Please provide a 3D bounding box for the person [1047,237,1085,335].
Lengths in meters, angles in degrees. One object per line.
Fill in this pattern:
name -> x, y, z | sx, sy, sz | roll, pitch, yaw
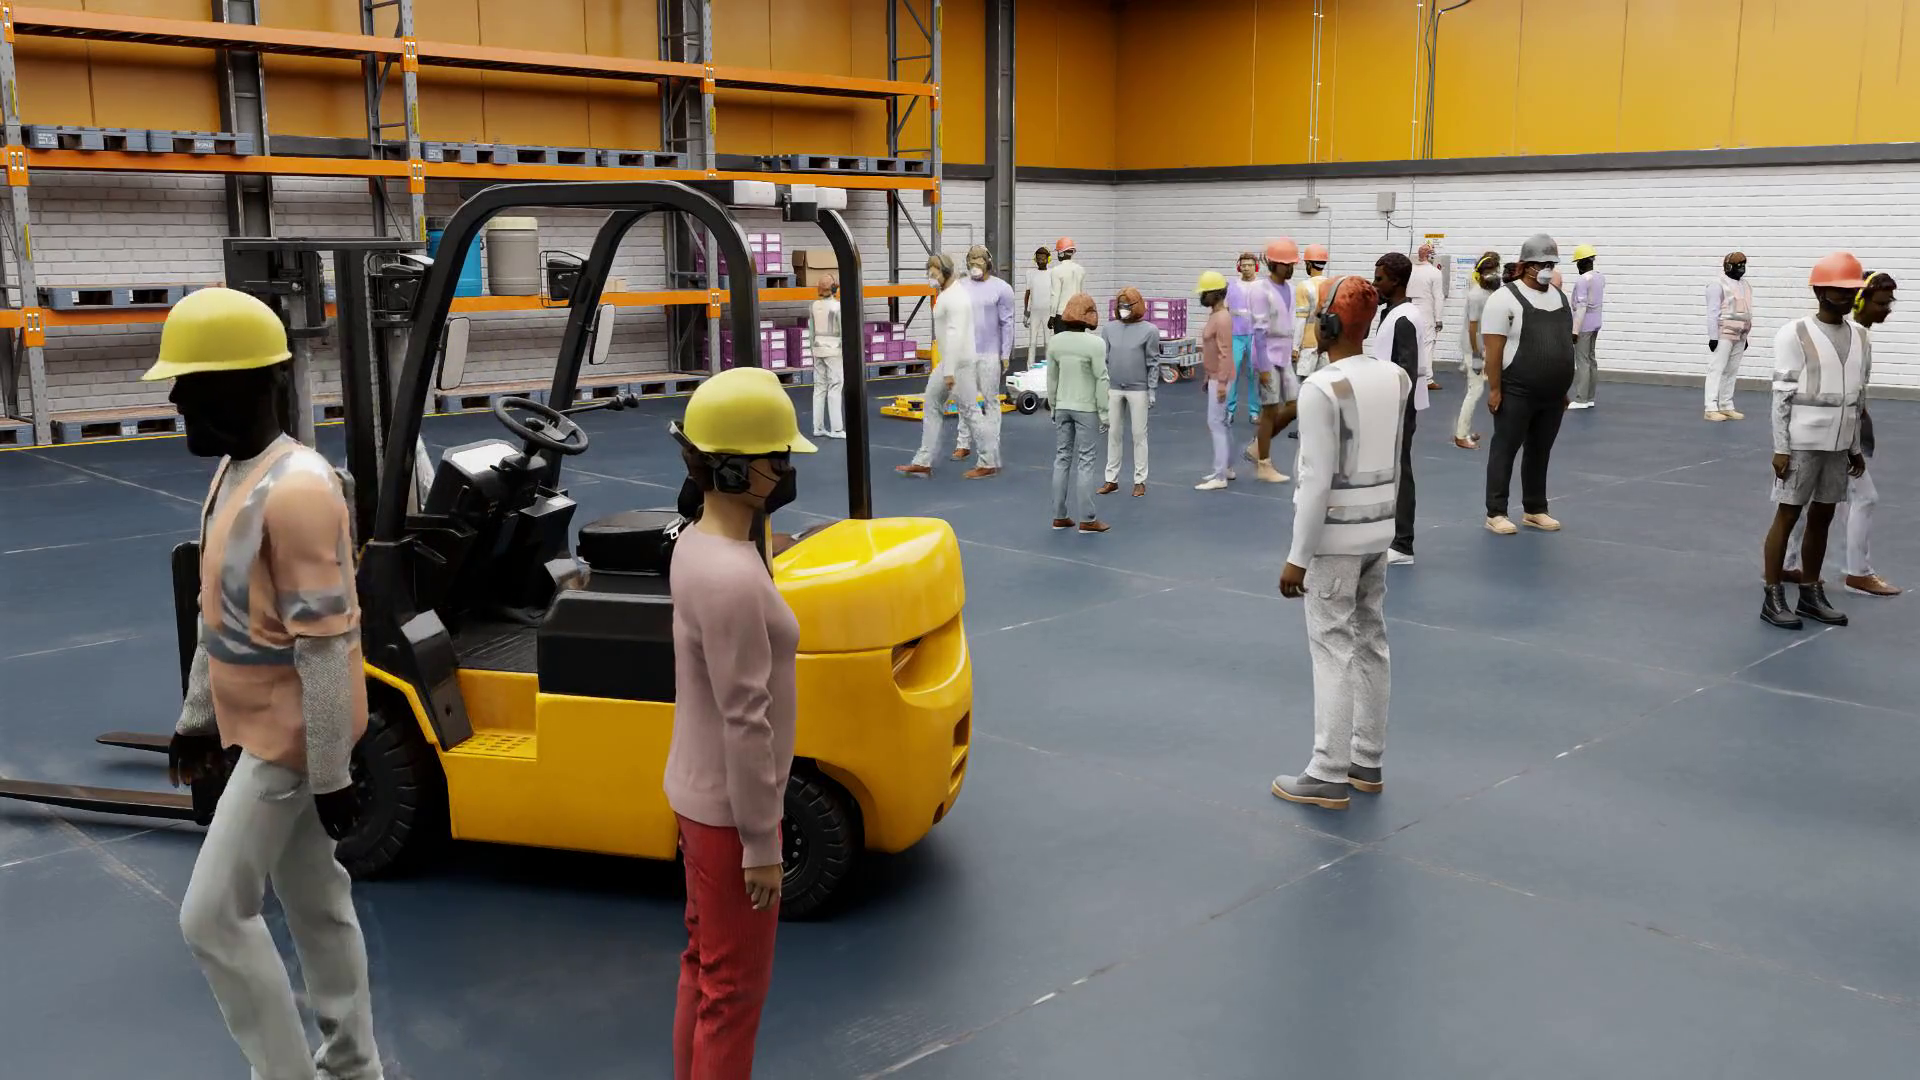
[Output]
person -> 1.385, -2.975, 21.892 | 0.380, 1.994, 0.618 | 10, 14, 43

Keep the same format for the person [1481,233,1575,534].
person -> 3.910, -1.059, 11.316 | 0.689, 2.000, 0.538 | -4, 11, -22

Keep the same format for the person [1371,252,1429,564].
person -> 2.695, -0.804, 10.264 | 0.370, 1.916, 0.597 | 1, 10, 7

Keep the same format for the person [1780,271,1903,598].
person -> 5.053, -0.598, 9.413 | 0.794, 1.826, 0.656 | 5, 12, 26

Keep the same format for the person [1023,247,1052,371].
person -> 1.128, -3.095, 22.909 | 0.521, 1.865, 0.328 | 1, 10, 5

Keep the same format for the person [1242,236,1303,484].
person -> 2.559, -1.455, 13.549 | 0.462, 2.012, 0.616 | 10, 15, 44

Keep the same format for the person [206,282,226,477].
person -> -6.105, -1.334, 13.917 | 0.308, 1.640, 0.511 | 1, 10, 4

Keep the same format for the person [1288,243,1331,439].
person -> 3.509, -1.962, 16.522 | 0.543, 1.939, 0.360 | -6, 12, -29

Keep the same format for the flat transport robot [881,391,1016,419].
flat transport robot -> -0.126, -1.533, 18.731 | 1.431, 0.197, 0.652 | -8, 13, -37

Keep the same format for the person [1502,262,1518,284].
person -> 6.655, -2.510, 20.169 | 0.315, 1.696, 0.541 | 2, 11, 9

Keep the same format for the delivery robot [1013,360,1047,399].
delivery robot -> 0.995, -1.862, 19.495 | 0.707, 0.478, 0.477 | -2, 10, -10

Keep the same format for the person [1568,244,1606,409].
person -> 7.276, -2.481, 19.409 | 0.379, 1.918, 0.585 | 9, 14, 41

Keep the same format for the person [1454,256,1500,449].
person -> 4.917, -1.779, 15.829 | 0.448, 1.829, 0.666 | 6, 12, 28

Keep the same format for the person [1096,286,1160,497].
person -> 1.302, -1.152, 12.937 | 0.498, 1.633, 0.284 | 5, 12, 27

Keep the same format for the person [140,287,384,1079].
person -> -1.567, 0.418, 3.617 | 0.589, 1.907, 0.591 | -5, 12, -27

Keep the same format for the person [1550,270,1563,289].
person -> 6.810, -2.534, 19.621 | 0.646, 1.940, 0.764 | -2, 11, -12

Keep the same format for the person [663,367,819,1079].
person -> -0.437, 0.535, 3.378 | 0.317, 1.767, 0.535 | -3, 11, -17

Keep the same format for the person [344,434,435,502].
person -> -3.986, -0.980, 11.619 | 0.926, 1.783, 0.594 | -8, 13, -38

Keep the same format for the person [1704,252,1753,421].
person -> 8.438, -2.228, 18.239 | 0.633, 1.842, 0.429 | -6, 12, -31

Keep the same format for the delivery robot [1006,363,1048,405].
delivery robot -> 0.899, -1.778, 19.038 | 0.707, 0.478, 0.477 | -4, 11, -23

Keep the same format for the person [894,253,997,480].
person -> -0.138, -1.422, 13.756 | 0.975, 1.868, 0.676 | -2, 11, -10

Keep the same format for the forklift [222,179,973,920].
forklift -> -1.114, -0.058, 5.440 | 2.313, 2.155, 1.214 | 2, 11, 13

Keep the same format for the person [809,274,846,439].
person -> -1.299, -1.823, 16.580 | 0.522, 1.638, 0.310 | 10, 14, 42

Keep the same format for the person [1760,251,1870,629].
person -> 4.446, -0.508, 8.593 | 0.543, 1.939, 0.360 | -3, 11, -16

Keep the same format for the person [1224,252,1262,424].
person -> 3.070, -2.161, 17.859 | 0.571, 1.843, 0.373 | 1, 10, 6

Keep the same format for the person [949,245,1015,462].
person -> 0.171, -1.656, 14.862 | 0.627, 1.936, 0.372 | 4, 11, 19

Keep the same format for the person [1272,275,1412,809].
person -> 1.353, 0.013, 5.904 | 0.572, 1.883, 0.355 | -9, 14, -42

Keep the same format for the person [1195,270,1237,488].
person -> 2.074, -1.300, 13.451 | 0.361, 1.759, 0.552 | 0, 10, 2

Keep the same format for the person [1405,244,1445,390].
person -> 6.106, -2.929, 21.882 | 0.408, 1.908, 0.646 | -7, 13, -35

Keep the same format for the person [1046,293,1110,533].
person -> 0.812, -0.864, 11.367 | 0.507, 1.632, 0.275 | 9, 14, 42

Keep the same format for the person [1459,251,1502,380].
person -> 7.326, -3.108, 23.175 | 0.444, 1.808, 0.717 | -1, 10, -6
